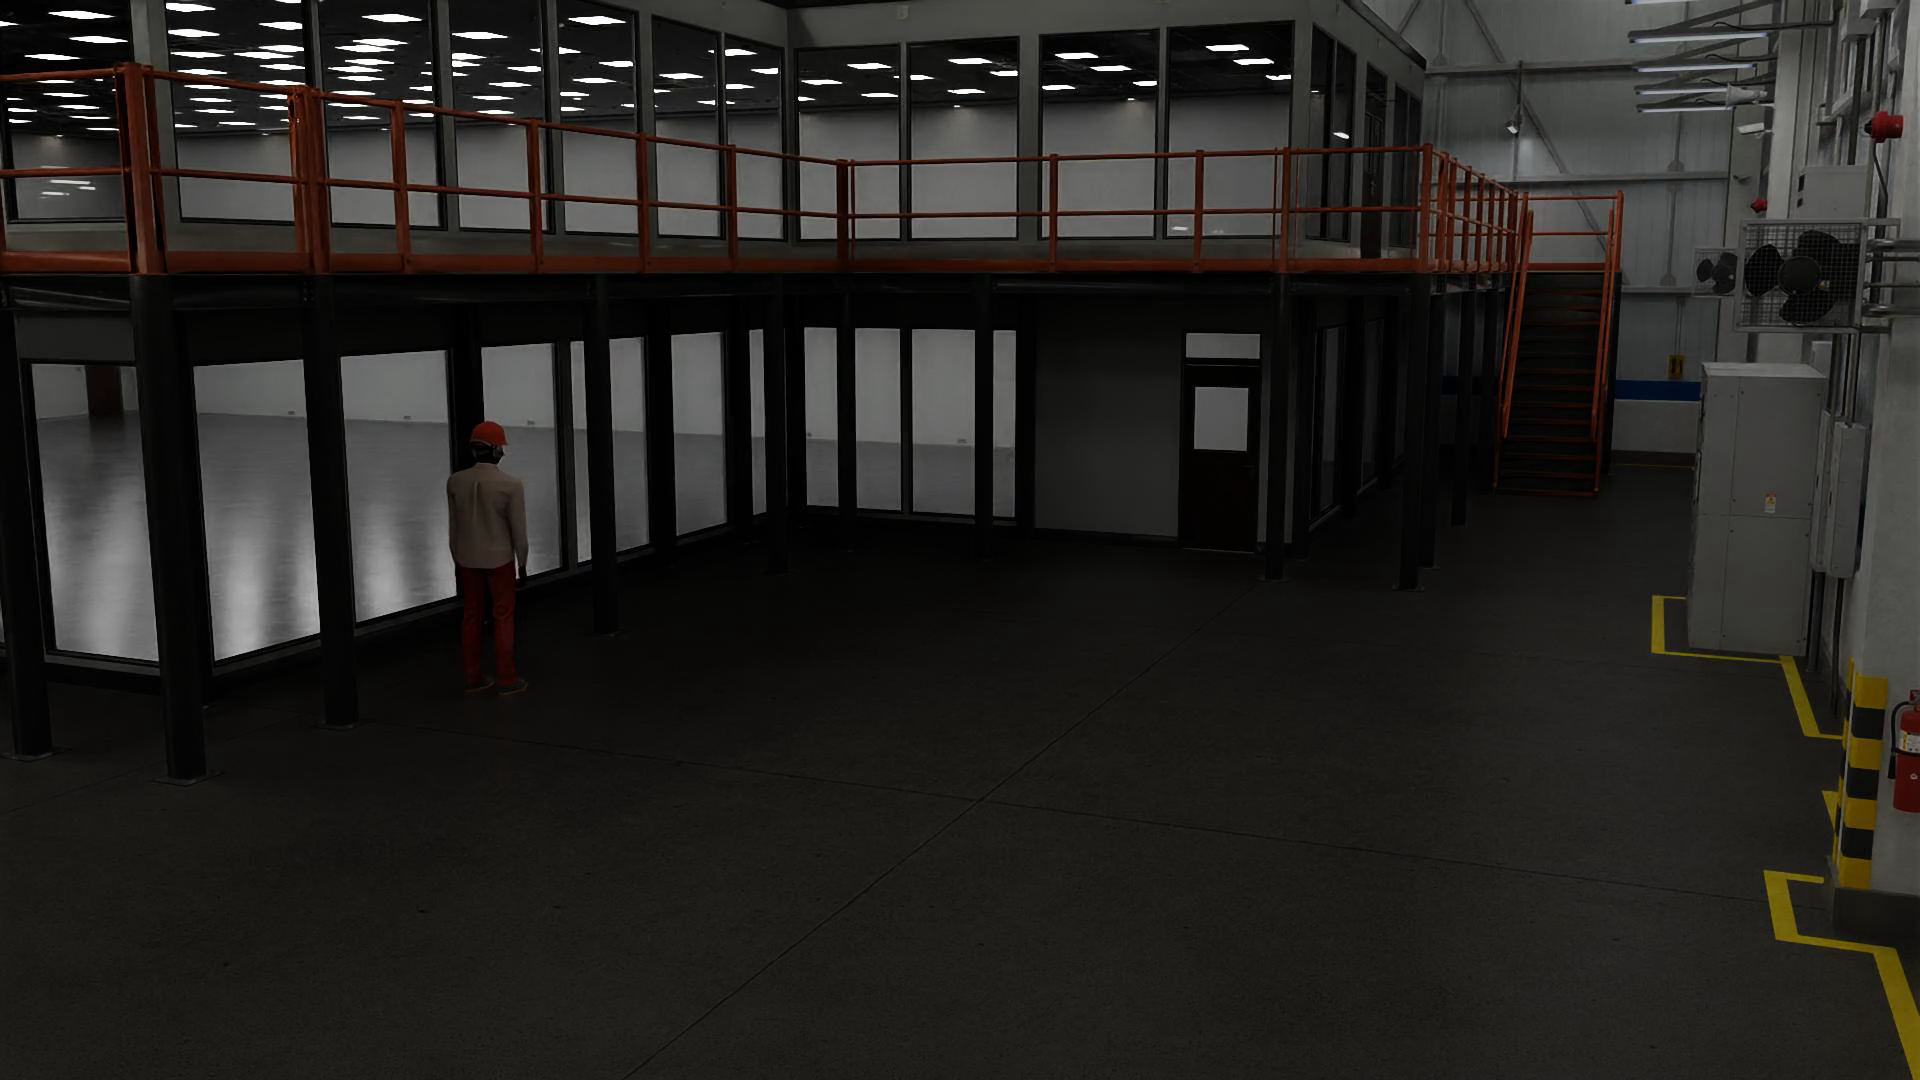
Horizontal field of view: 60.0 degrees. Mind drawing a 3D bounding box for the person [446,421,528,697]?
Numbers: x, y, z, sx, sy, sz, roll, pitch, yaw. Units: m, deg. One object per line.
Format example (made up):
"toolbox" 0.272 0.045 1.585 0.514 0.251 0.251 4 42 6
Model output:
"person" -3.385 0.137 11.993 0.608 1.987 0.400 2 9 11
